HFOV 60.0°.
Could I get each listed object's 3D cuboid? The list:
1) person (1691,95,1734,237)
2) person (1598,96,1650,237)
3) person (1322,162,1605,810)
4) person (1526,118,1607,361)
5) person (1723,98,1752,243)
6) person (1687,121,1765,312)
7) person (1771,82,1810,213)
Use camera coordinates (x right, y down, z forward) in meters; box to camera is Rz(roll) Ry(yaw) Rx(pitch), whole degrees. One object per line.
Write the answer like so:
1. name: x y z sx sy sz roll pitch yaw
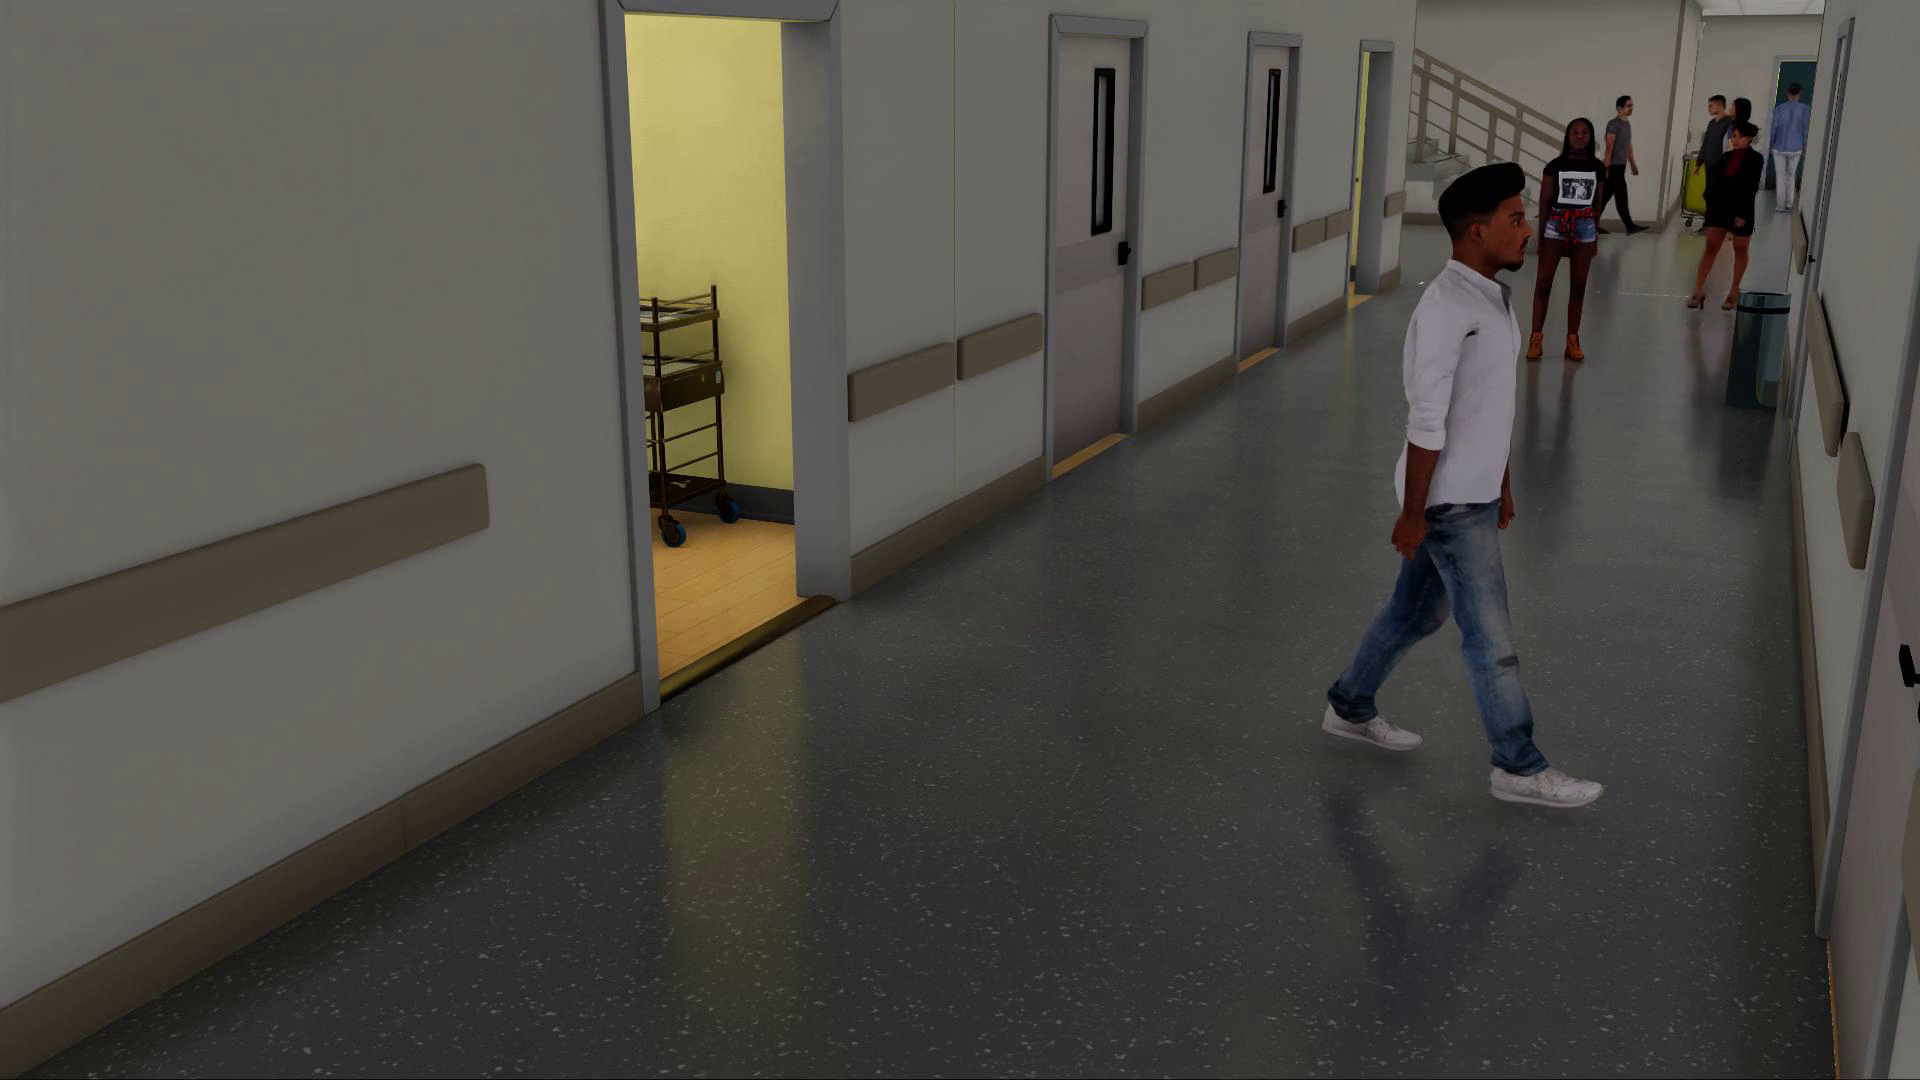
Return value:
1. person: 9.642 -4.708 21.025 0.968 1.737 0.892 -5 16 -16
2. person: 8.239 -4.729 21.128 1.101 1.722 0.793 11 19 35
3. person: 1.354 -0.153 4.796 1.100 1.776 0.712 9 18 29
4. person: 4.411 -2.181 12.076 0.621 1.728 0.738 2 16 9
5. person: 9.564 -4.584 20.594 0.618 1.732 0.645 15 22 42
6. person: 6.739 -2.780 14.410 0.815 1.616 0.894 -14 21 -41
7. person: 12.328 -5.829 24.754 0.679 1.871 0.762 4 16 15
